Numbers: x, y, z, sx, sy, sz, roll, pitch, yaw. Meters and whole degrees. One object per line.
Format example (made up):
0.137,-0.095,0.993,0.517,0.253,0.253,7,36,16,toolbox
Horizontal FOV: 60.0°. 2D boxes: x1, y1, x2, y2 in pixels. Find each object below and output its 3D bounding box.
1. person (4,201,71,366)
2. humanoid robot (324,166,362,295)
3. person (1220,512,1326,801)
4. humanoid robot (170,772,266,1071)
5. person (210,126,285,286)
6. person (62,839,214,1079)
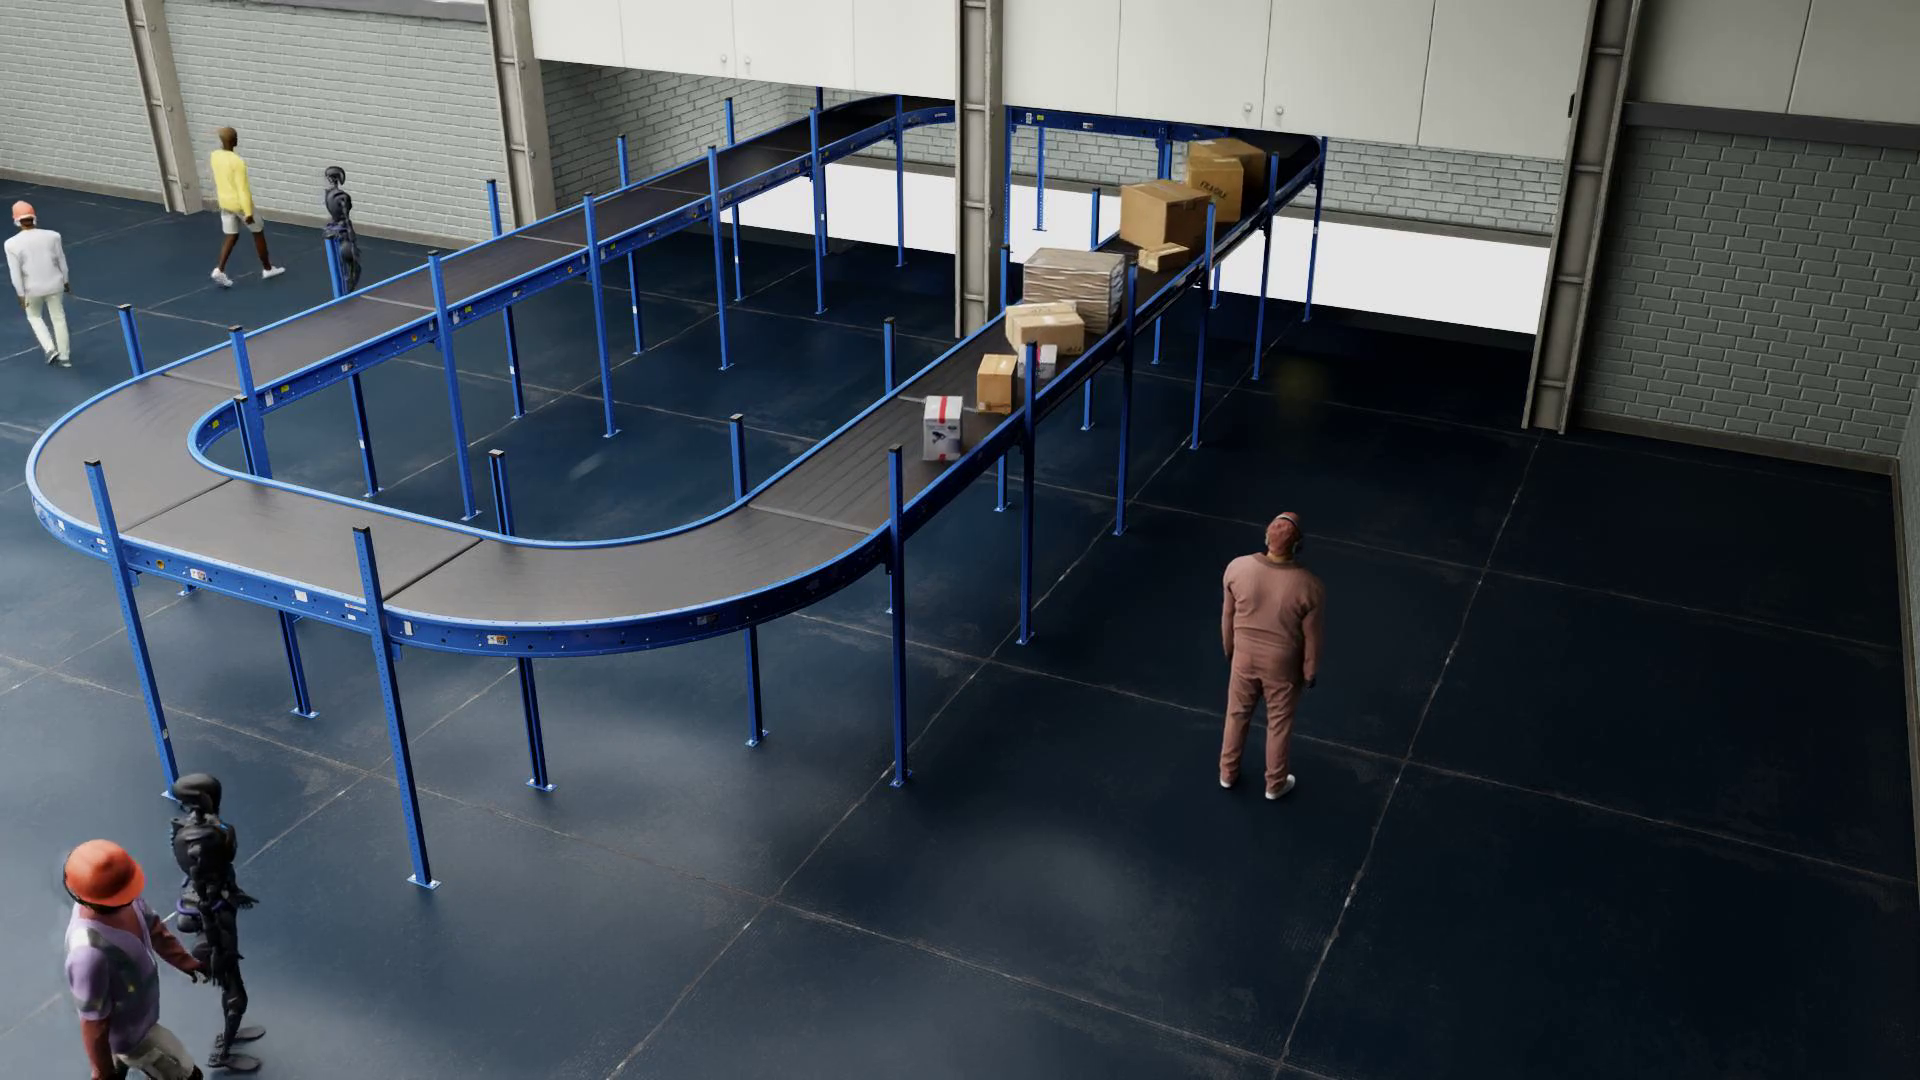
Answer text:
-9.461,-2.638,17.133,0.573,1.734,0.393,-23,34,-38,person
-6.930,-3.372,18.683,0.448,1.646,0.594,-20,32,-34,humanoid robot
1.911,0.712,10.214,0.644,1.902,0.400,13,29,25,person
-3.644,1.850,8.169,0.332,1.654,0.590,-7,27,-13,humanoid robot
-8.551,-3.935,19.614,0.547,1.864,0.886,10,28,20,person
-3.645,2.091,7.340,1.023,1.972,0.632,-10,28,-20,person
